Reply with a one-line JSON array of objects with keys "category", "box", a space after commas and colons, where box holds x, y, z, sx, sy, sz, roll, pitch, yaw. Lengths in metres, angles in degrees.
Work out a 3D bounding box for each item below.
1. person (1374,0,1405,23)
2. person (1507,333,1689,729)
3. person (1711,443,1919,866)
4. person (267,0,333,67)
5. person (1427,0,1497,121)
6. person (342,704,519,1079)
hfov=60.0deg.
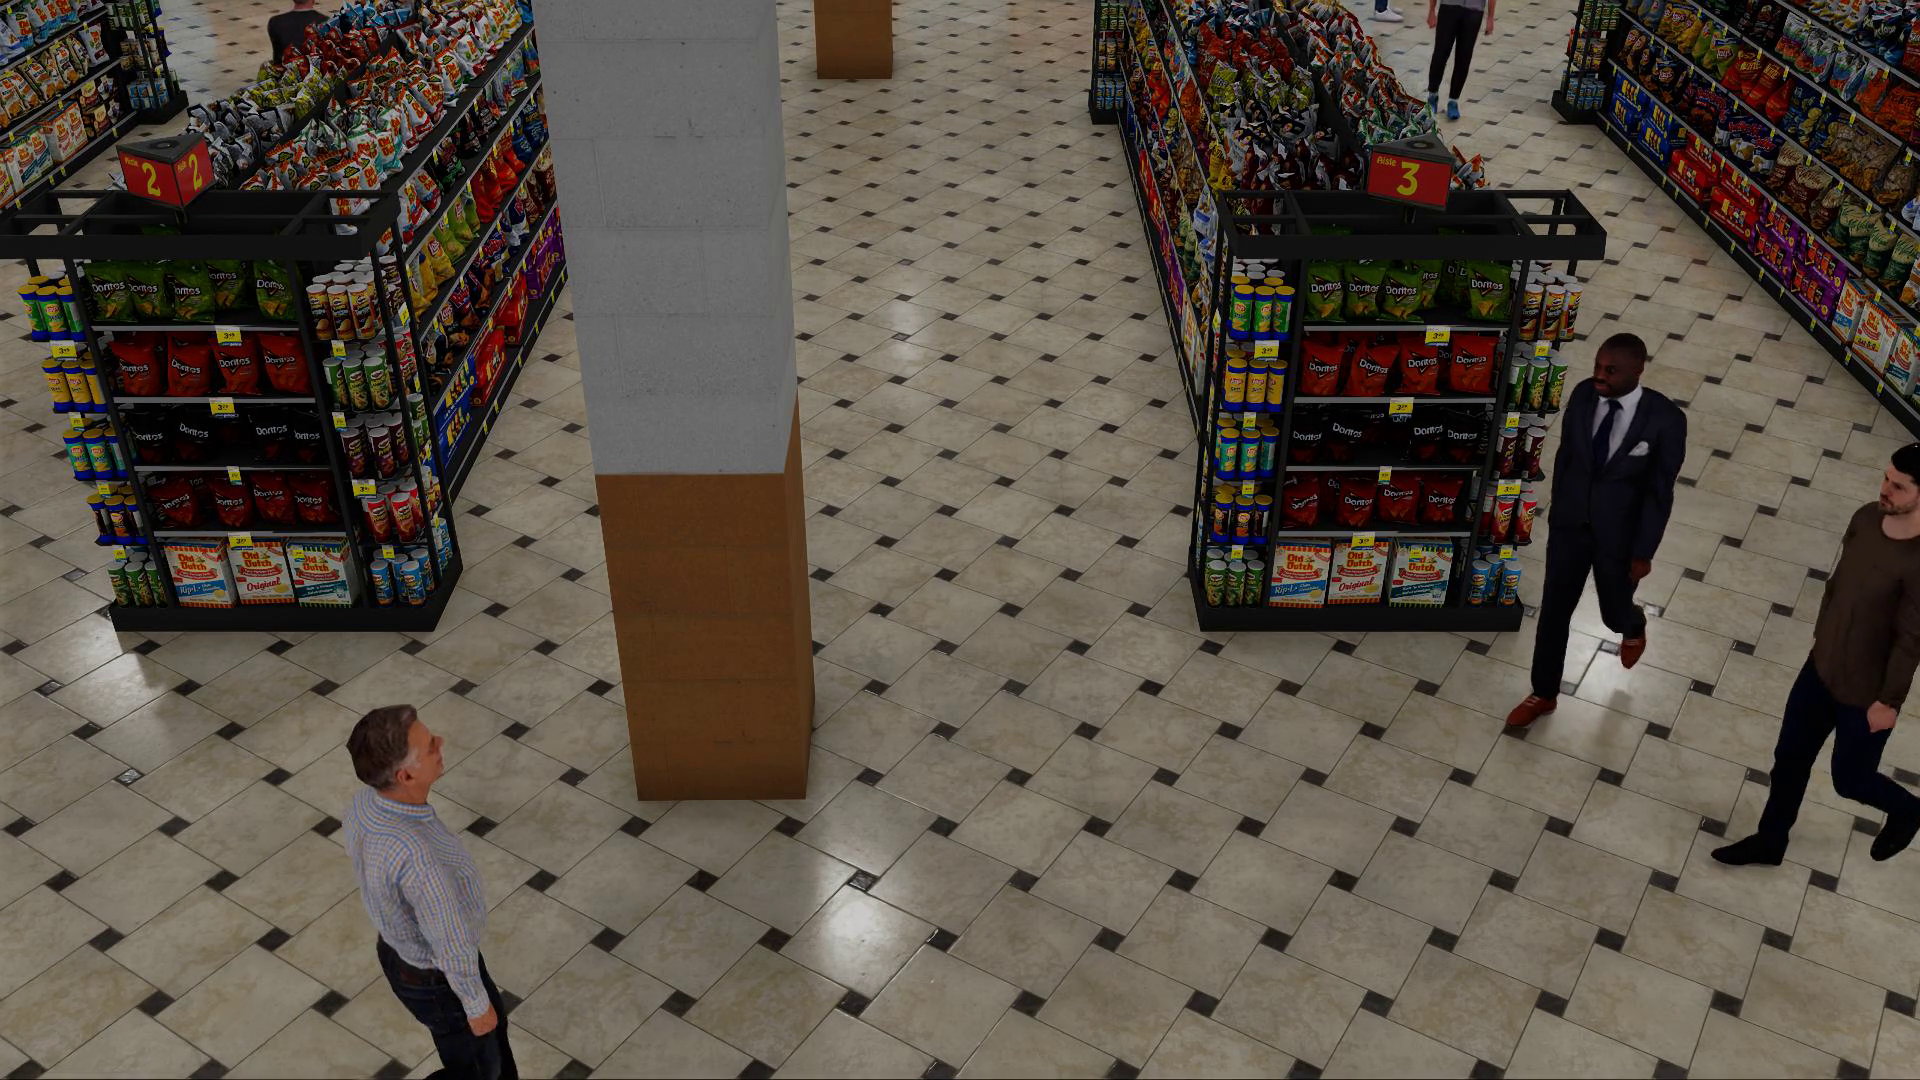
[{"category": "person", "box": [4.429, -6.268, 16.935, 0.796, 1.862, 0.582, 5, 32, 8]}, {"category": "person", "box": [2.729, -0.053, 7.008, 1.108, 1.798, 1.166, 27, 41, 36]}, {"category": "person", "box": [3.344, 0.484, 6.074, 0.827, 1.872, 1.003, -3, 32, -5]}, {"category": "person", "box": [-4.615, -3.132, 11.926, 0.773, 1.829, 0.887, -3, 32, -4]}, {"category": "person", "box": [4.247, -4.499, 14.142, 0.733, 1.809, 0.677, 3, 32, 5]}, {"category": "person", "box": [-1.595, 1.275, 4.867, 1.053, 1.805, 1.063, -21, 37, -30]}]
